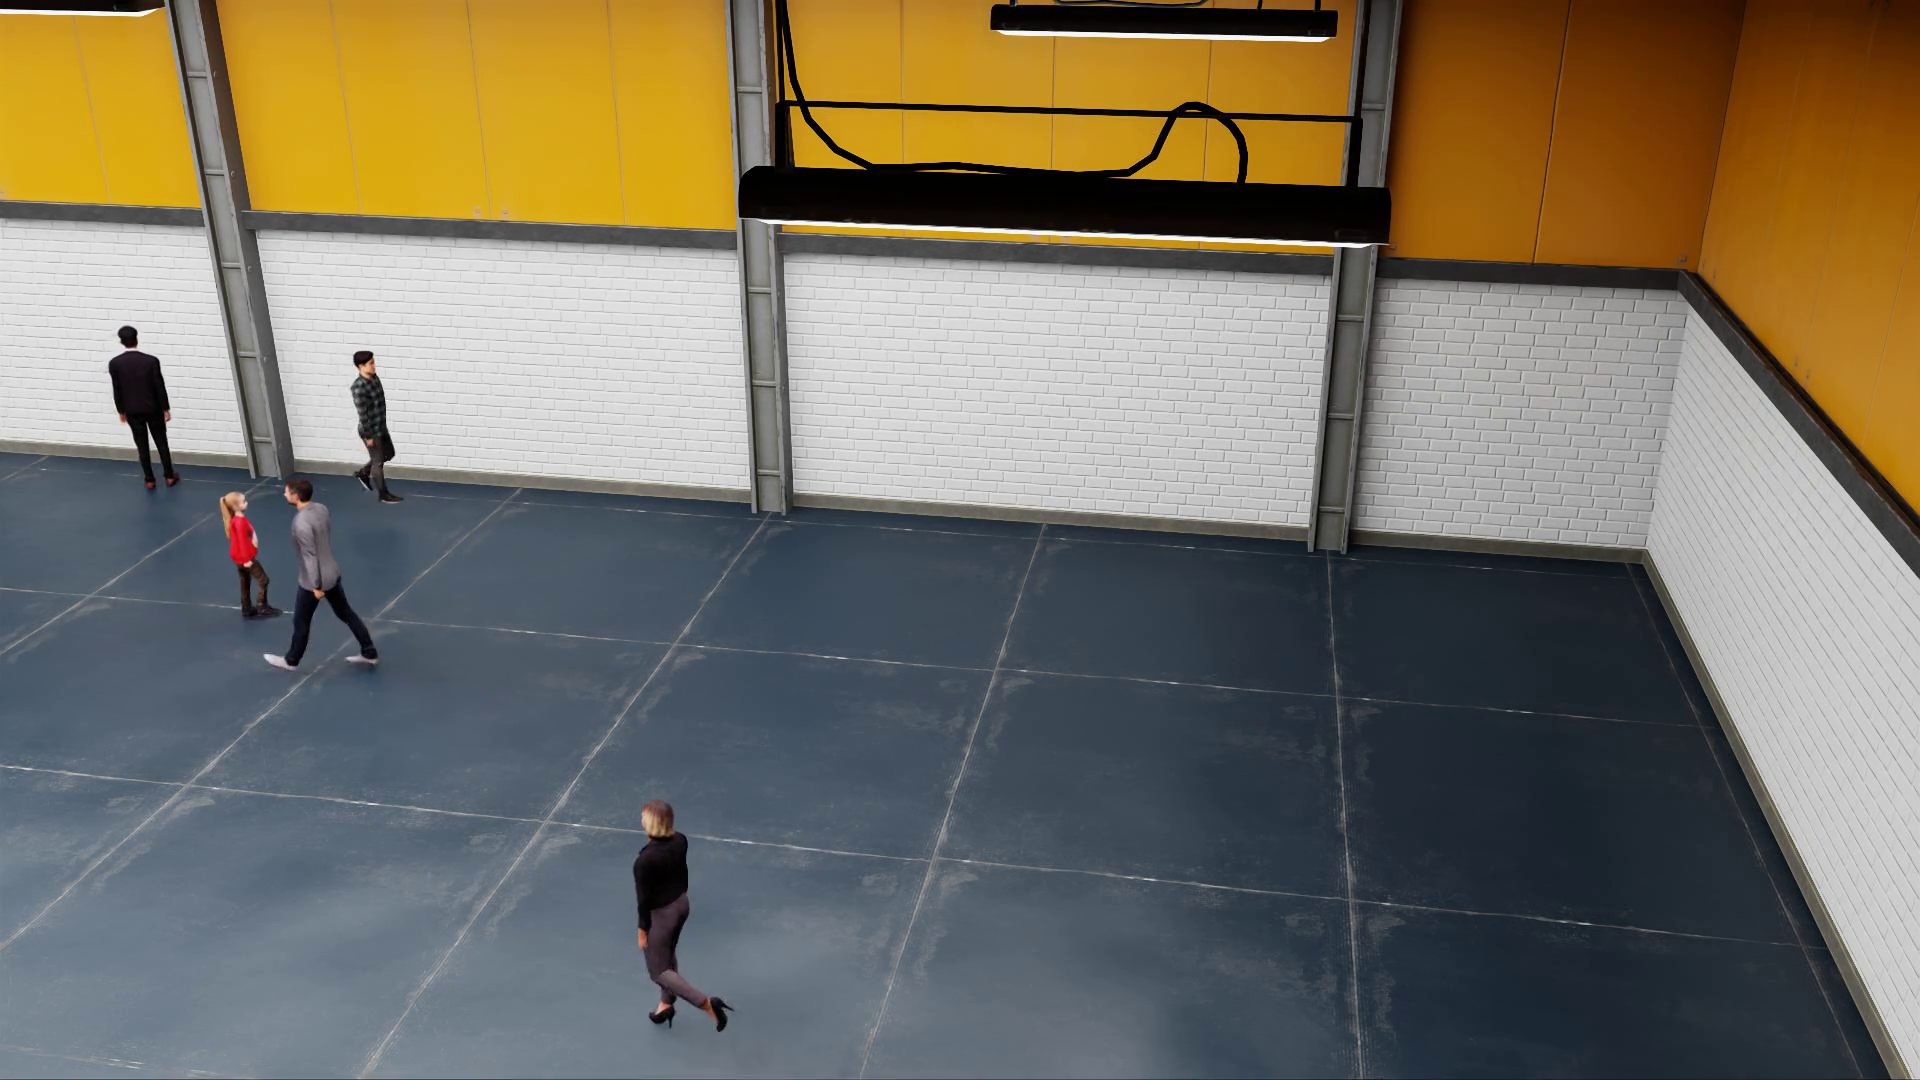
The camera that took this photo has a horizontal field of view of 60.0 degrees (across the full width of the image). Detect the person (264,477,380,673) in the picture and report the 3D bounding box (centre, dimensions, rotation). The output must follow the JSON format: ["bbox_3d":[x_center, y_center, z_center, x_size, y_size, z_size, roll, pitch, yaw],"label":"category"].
[{"bbox_3d":[-5.501,0.343,14.512,1.210,1.817,0.782,2,24,4],"label":"person"}]

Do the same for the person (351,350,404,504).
[{"bbox_3d":[-6.331,-1.221,17.777,0.811,1.703,0.698,3,24,6],"label":"person"}]

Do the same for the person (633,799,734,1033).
[{"bbox_3d":[-1.722,2.351,10.122,0.950,1.654,0.743,10,26,22],"label":"person"}]

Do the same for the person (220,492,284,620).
[{"bbox_3d":[-6.764,0.161,15.604,0.703,1.276,0.642,-12,26,-25],"label":"person"}]

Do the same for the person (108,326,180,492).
[{"bbox_3d":[-9.150,-1.467,18.580,0.732,1.875,0.865,-8,25,-17],"label":"person"}]
